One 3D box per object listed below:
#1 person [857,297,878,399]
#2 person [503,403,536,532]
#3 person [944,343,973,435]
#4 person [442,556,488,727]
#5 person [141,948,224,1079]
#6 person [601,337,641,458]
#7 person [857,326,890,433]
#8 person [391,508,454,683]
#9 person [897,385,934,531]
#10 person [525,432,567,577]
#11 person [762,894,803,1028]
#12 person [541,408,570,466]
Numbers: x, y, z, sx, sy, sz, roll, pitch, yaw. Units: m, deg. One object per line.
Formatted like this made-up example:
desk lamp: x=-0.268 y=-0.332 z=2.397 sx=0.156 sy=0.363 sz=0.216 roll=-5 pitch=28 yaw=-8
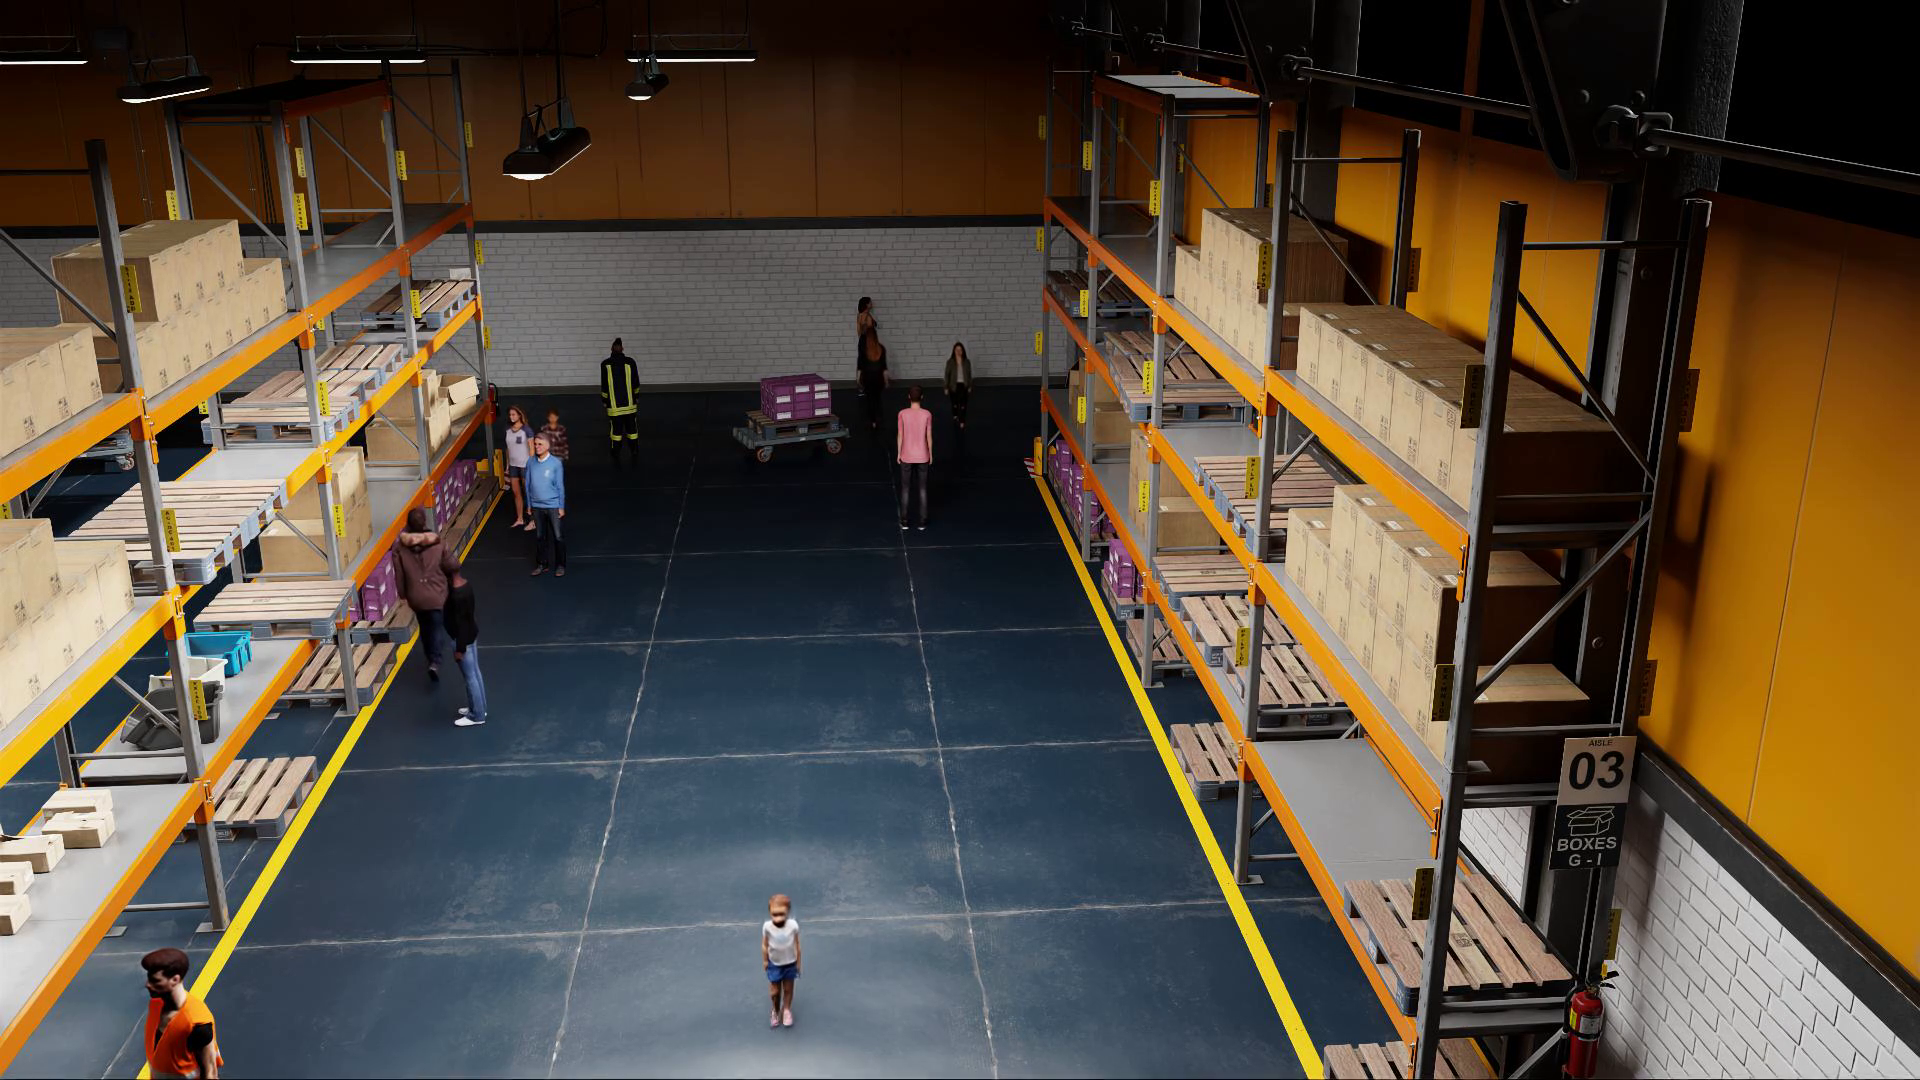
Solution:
person: x=-1.656 y=-3.409 z=29.287 sx=0.748 sy=1.770 sz=0.636 roll=-13 pitch=22 yaw=-33
person: x=-5.837 y=-0.993 z=22.179 sx=0.687 sy=1.726 sz=0.689 roll=8 pitch=20 yaw=23
person: x=-0.029 y=-2.477 z=27.040 sx=0.642 sy=1.438 sz=1.012 roll=0 pitch=19 yaw=-1
person: x=-4.851 y=0.971 z=16.317 sx=0.641 sy=1.746 sz=0.457 roll=-1 pitch=19 yaw=-4
person: x=-4.424 y=3.171 z=9.562 sx=0.781 sy=1.888 sz=0.823 roll=12 pitch=22 yaw=31
person: x=-5.228 y=-2.211 z=25.586 sx=0.833 sy=1.861 sz=0.791 roll=-7 pitch=20 yaw=-19
person: x=-1.391 y=-2.577 z=26.954 sx=0.742 sy=1.682 sz=0.965 roll=-4 pitch=19 yaw=-13
person: x=-5.550 y=0.593 z=17.323 sx=0.778 sy=1.821 sz=1.125 roll=-3 pitch=19 yaw=-9
person: x=-0.606 y=-1.099 z=22.133 sx=0.624 sy=1.958 sz=0.545 roll=-1 pitch=19 yaw=-3
person: x=-5.080 y=-0.458 z=20.444 sx=0.710 sy=1.820 sz=0.669 roll=4 pitch=19 yaw=10
person: x=-1.237 y=2.918 z=11.682 sx=0.414 sy=1.014 sz=0.410 roll=-2 pitch=19 yaw=-5
person: x=-5.769 y=-1.261 z=23.663 sx=0.597 sy=1.288 sz=0.745 roll=-4 pitch=19 yaw=-11
